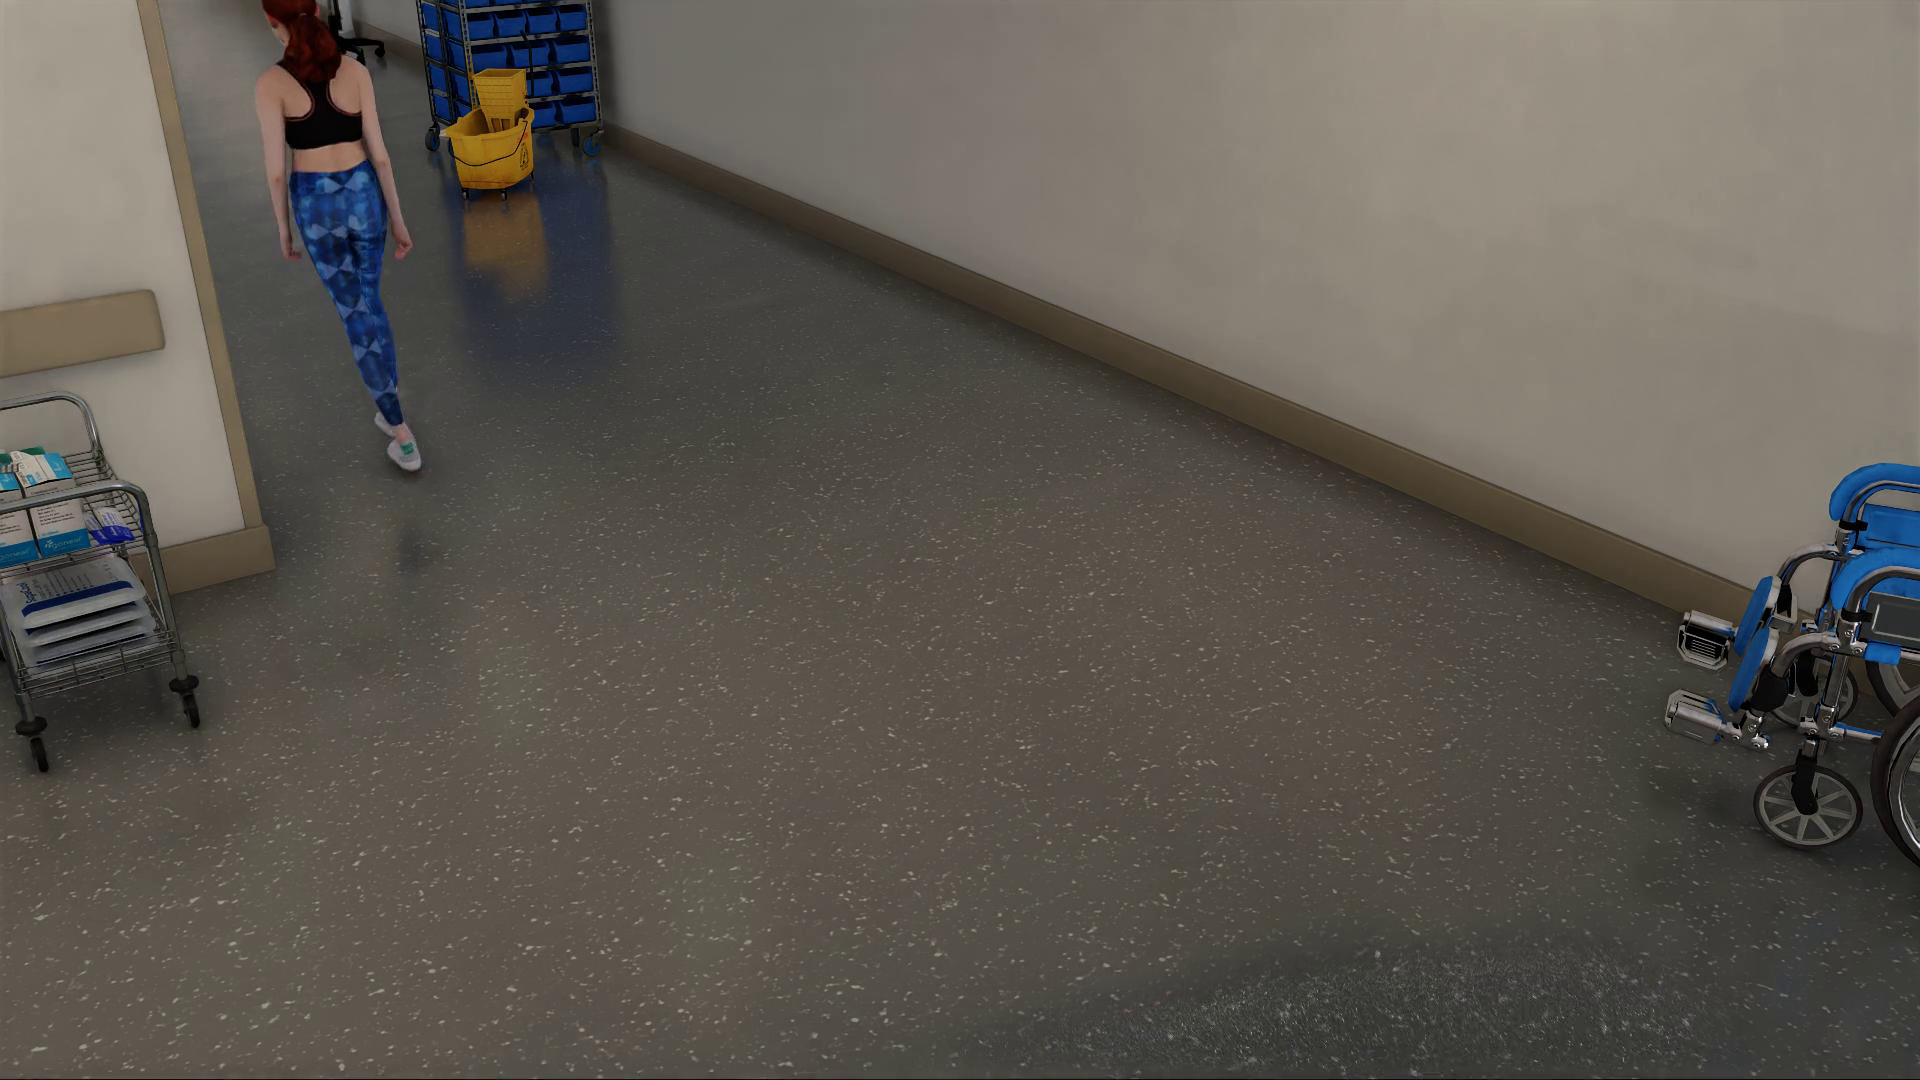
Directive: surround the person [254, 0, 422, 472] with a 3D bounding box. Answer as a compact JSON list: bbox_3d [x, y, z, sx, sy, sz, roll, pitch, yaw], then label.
[{"bbox_3d":[-2.163,-1.057,5.899,0.690,1.762,0.654,-17,30,-31],"label":"person"}]
